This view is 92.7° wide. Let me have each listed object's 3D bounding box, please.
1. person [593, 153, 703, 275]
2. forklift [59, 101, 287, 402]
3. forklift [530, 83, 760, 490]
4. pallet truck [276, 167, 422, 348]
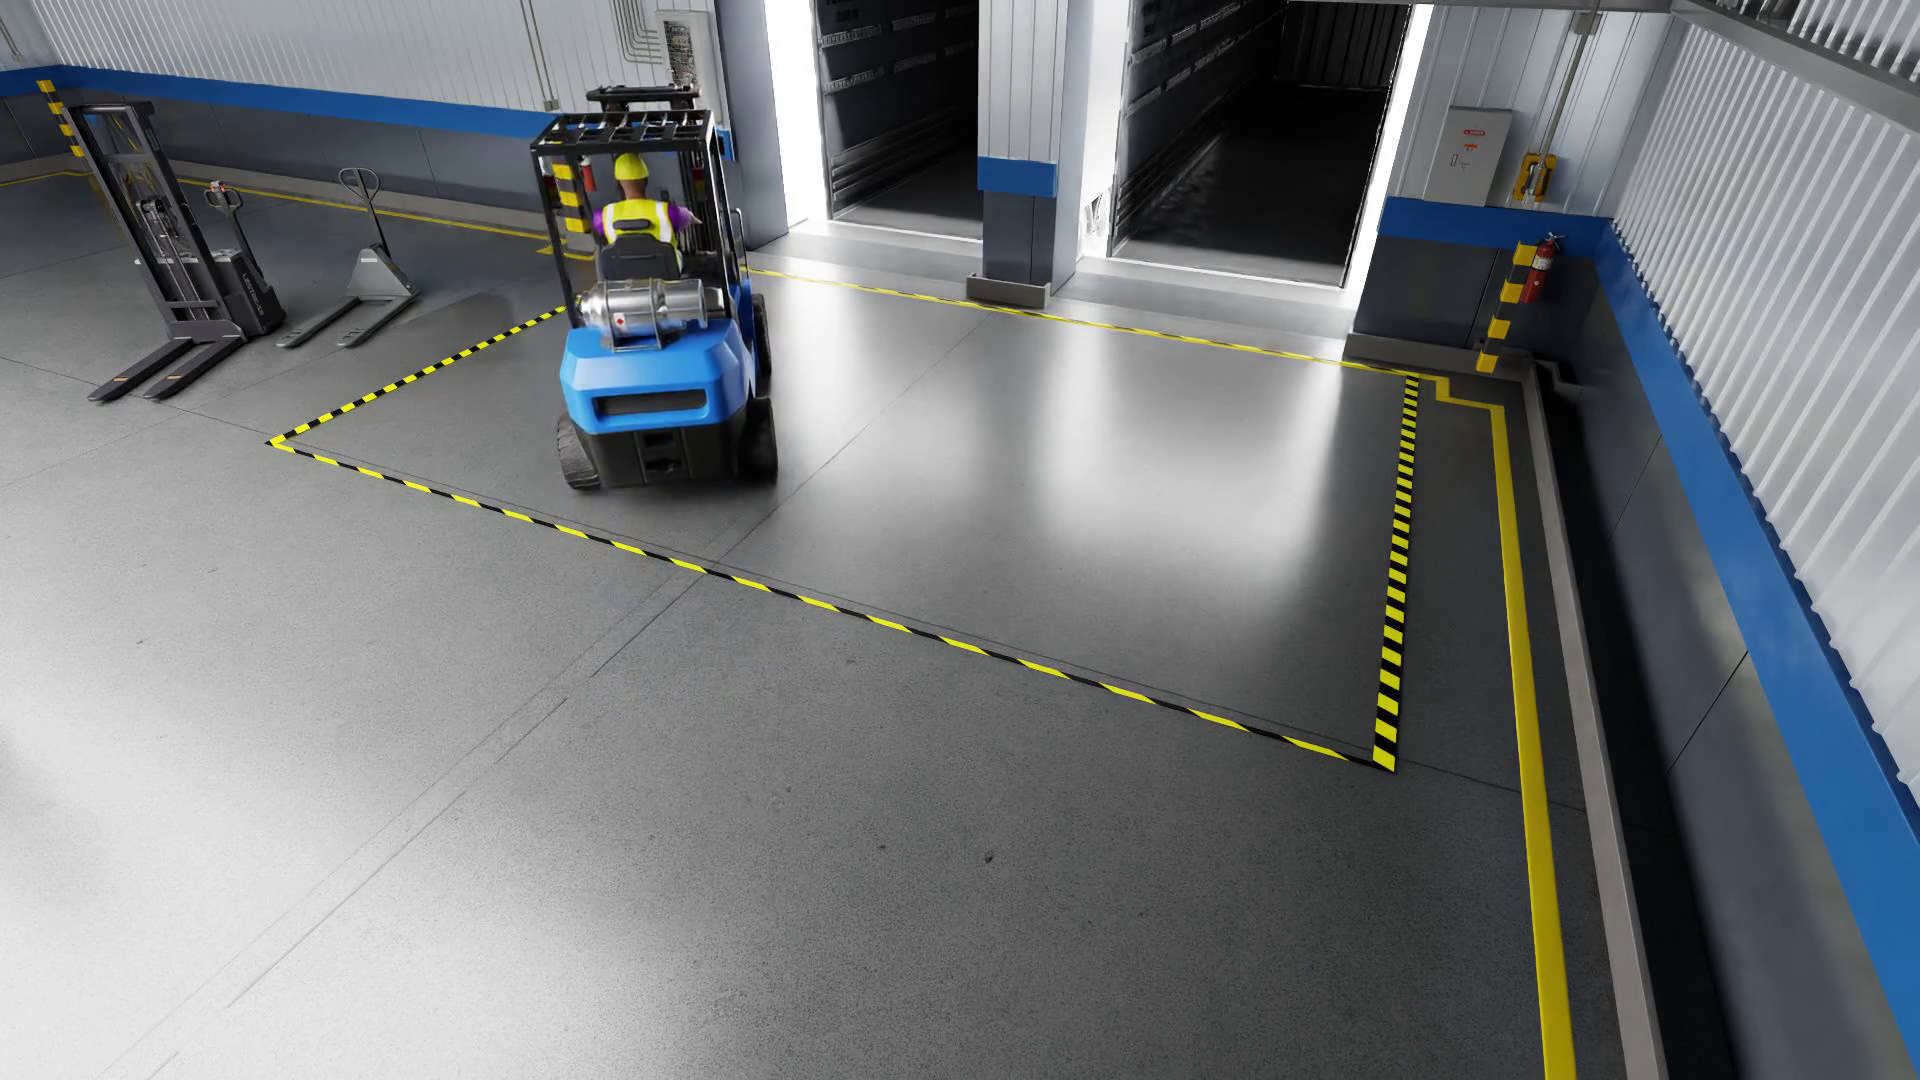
[{"bbox_3d":[-2.108,-2.067,6.340,0.635,1.294,1.004,-6,35,-8],"label":"person"},{"bbox_3d":[-6.686,-2.387,7.434,0.823,1.965,1.885,-3,35,-5],"label":"forklift"},{"bbox_3d":[-2.104,-1.879,6.398,1.157,2.036,2.680,-6,35,-8],"label":"forklift"},{"bbox_3d":[-5.732,-2.611,8.414,0.680,1.201,1.601,-1,35,-1],"label":"pallet truck"}]
